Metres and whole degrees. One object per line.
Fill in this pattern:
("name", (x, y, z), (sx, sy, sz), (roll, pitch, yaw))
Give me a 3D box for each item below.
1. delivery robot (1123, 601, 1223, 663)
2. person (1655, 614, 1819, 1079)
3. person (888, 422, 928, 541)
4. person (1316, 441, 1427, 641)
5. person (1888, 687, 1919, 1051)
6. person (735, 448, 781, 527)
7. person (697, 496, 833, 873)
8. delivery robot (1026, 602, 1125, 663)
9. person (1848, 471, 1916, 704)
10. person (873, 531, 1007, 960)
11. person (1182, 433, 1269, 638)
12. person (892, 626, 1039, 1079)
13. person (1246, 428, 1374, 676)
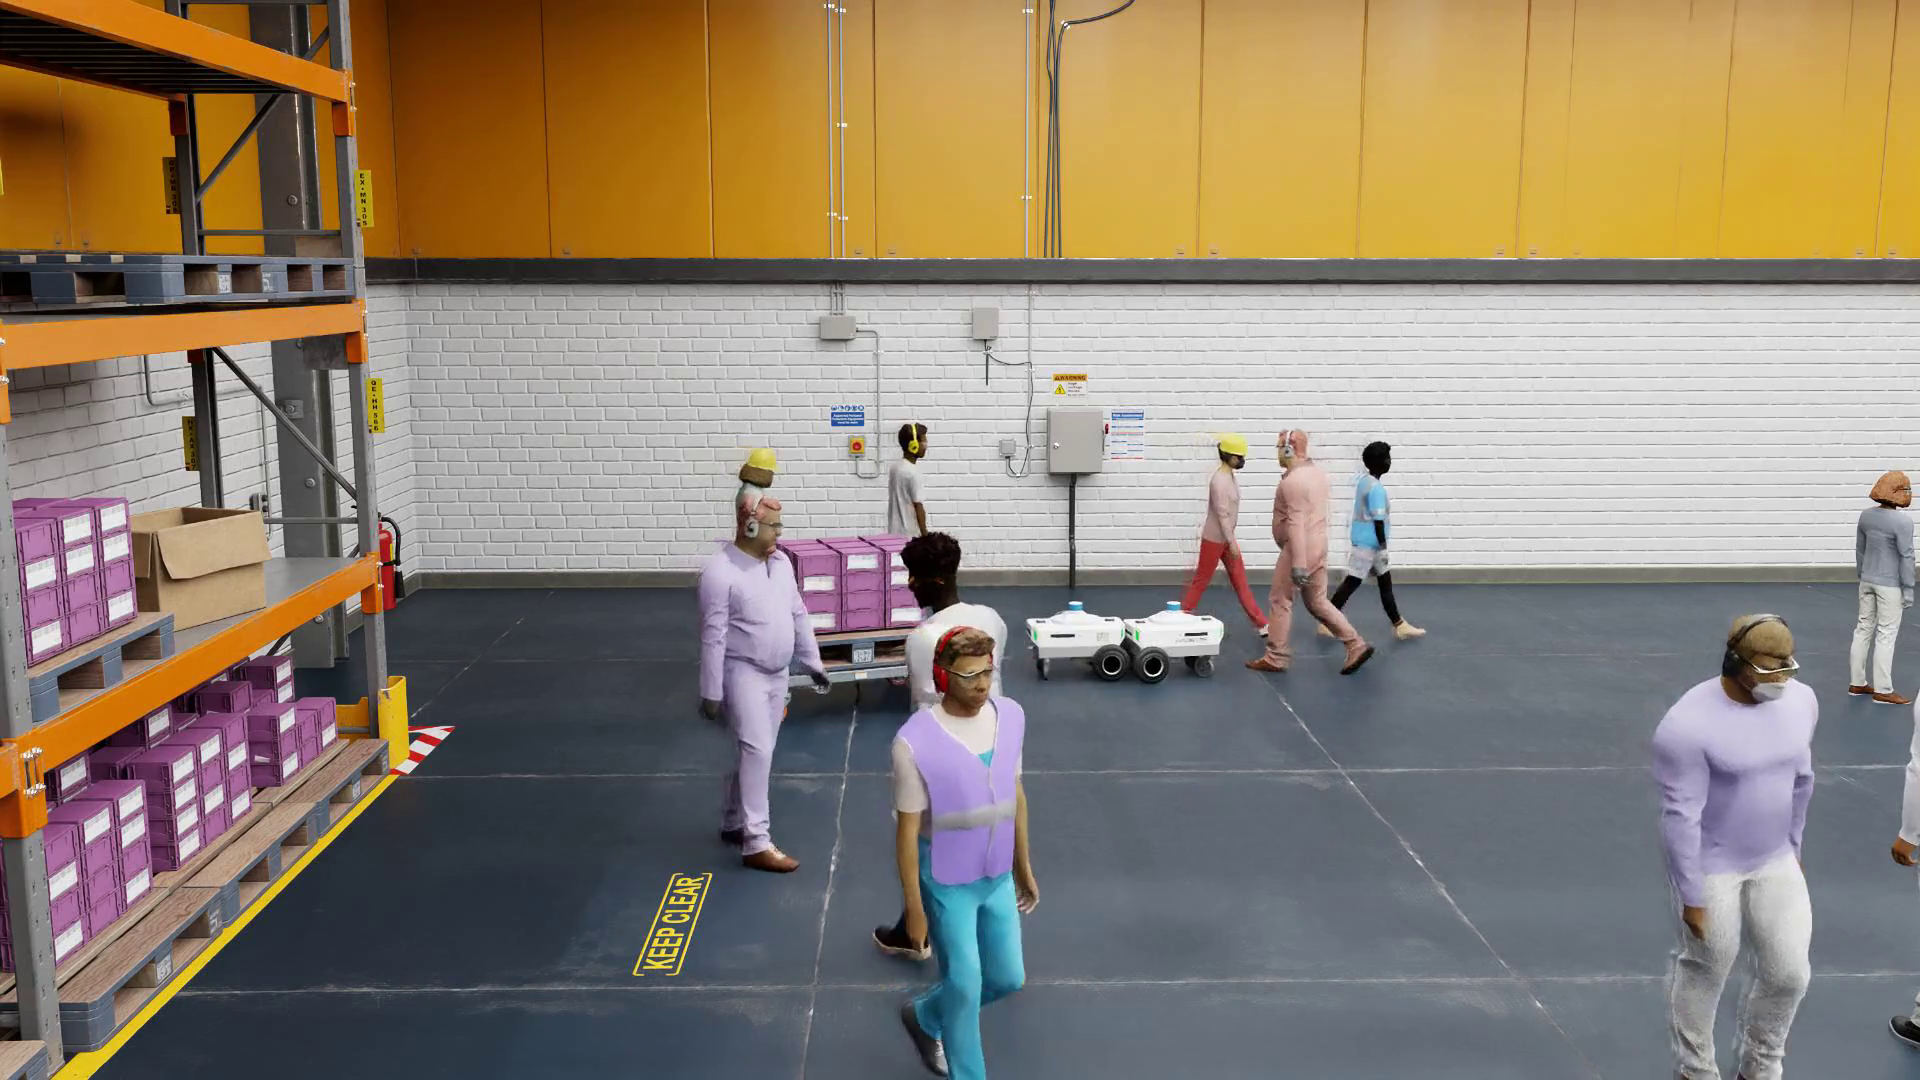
("delivery robot", (1.587, 0.702, 12.380), (0.707, 0.478, 0.477), (-2, 9, -12))
("person", (2.697, 1.158, 5.758), (0.670, 1.900, 0.587), (-2, 9, -13))
("person", (-0.381, 0.016, 12.921), (0.448, 1.853, 0.521), (-3, 10, -16))
("person", (3.332, 0.021, 13.480), (0.893, 1.650, 0.542), (1, 9, 6))
("person", (3.888, 1.092, 6.395), (0.586, 1.823, 0.403), (0, 9, -2))
("person", (-1.508, 0.154, 12.514), (0.845, 1.689, 0.587), (-4, 10, -21))
("person", (-1.024, 0.710, 8.560), (0.640, 1.877, 0.664), (5, 11, 29))
("delivery robot", (0.854, 0.703, 12.371), (0.707, 0.478, 0.477), (-1, 9, -6))
("person", (6.484, 0.327, 11.664), (0.286, 1.633, 0.499), (-2, 9, -12))
("person", (-0.078, 0.907, 7.187), (0.644, 1.922, 0.841), (-9, 13, -43))
("person", (2.194, -0.001, 13.414), (0.946, 1.711, 0.524), (4, 10, 22))
("person", (-0.003, 1.181, 5.816), (0.589, 1.827, 0.624), (-9, 13, -43))
("person", (2.630, 0.102, 12.381), (0.871, 1.866, 0.681), (6, 11, 34))
